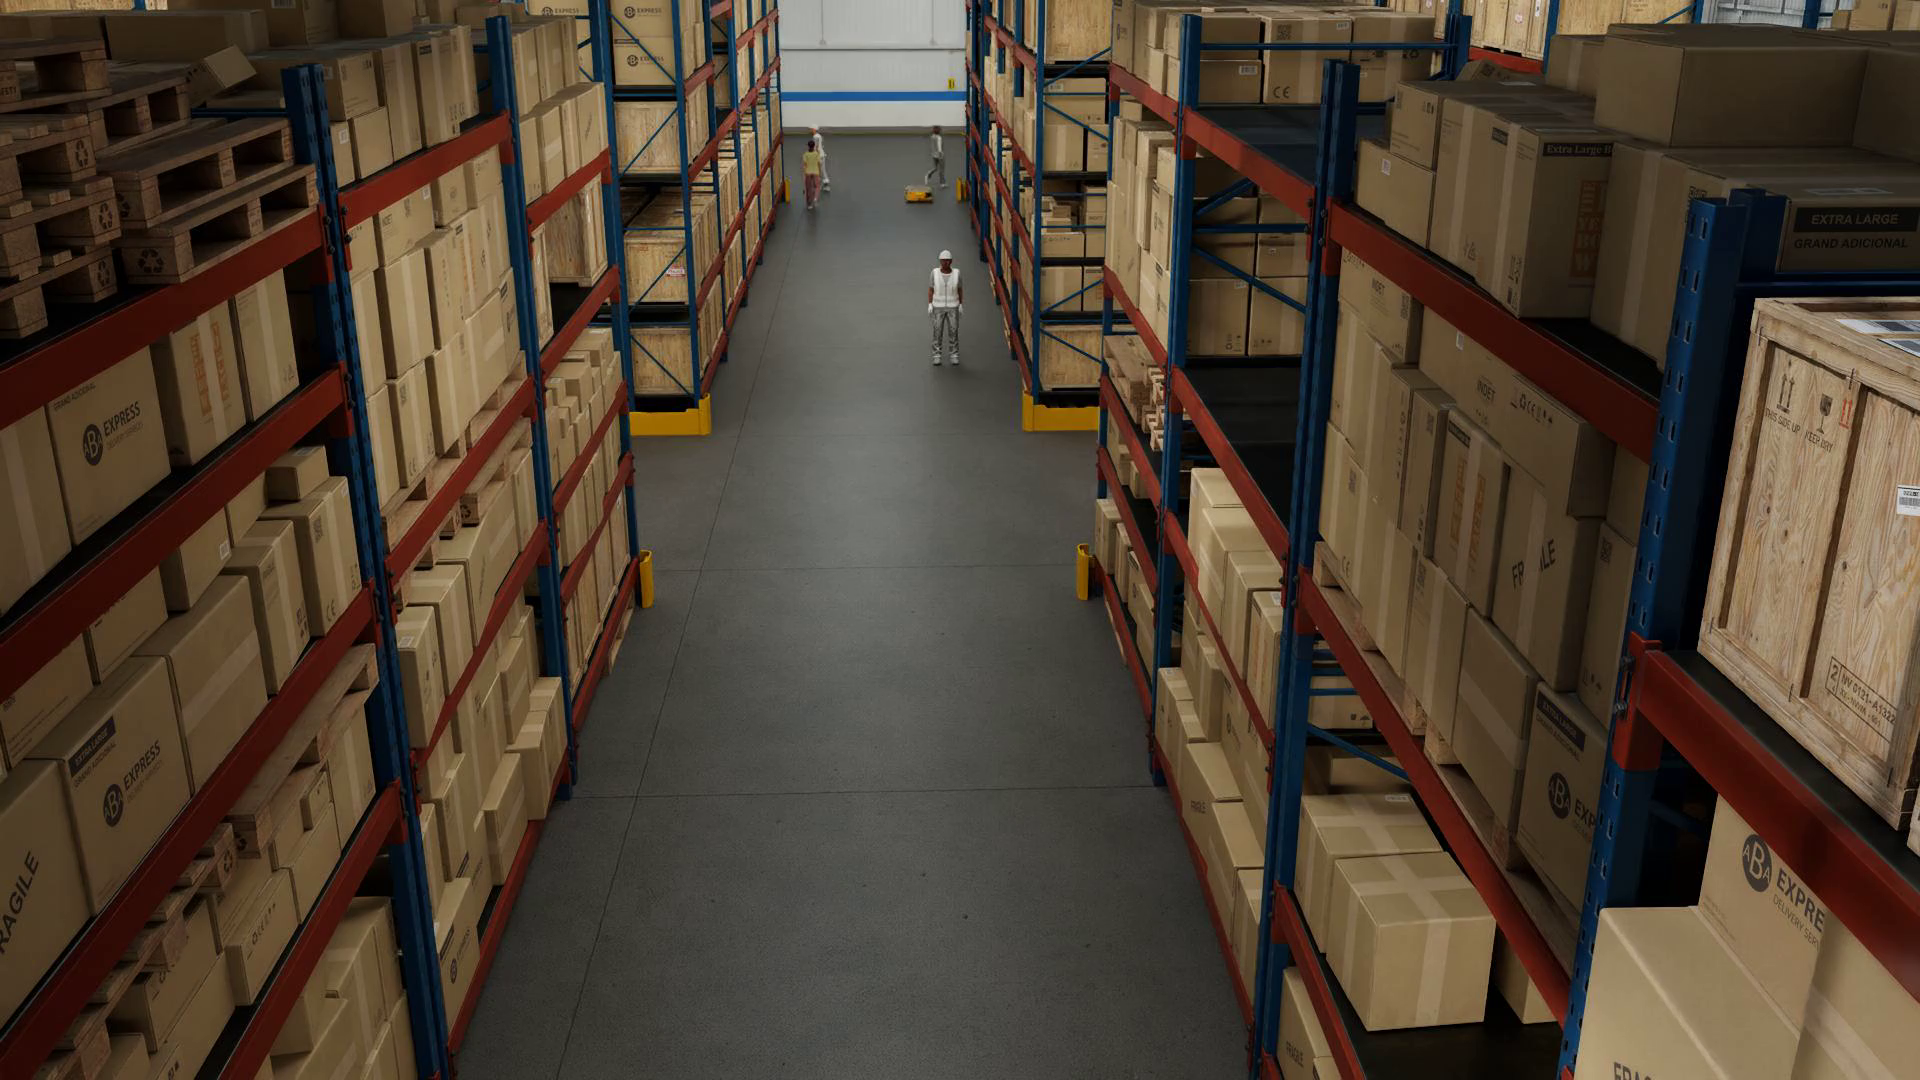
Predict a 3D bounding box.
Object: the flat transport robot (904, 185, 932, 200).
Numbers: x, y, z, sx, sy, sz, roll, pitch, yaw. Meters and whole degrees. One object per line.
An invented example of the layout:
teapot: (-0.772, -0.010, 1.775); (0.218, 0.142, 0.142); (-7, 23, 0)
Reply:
flat transport robot: (-1.070, -8.838, 42.420); (0.659, 0.265, 1.431); (-2, 21, -4)

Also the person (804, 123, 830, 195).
person: (-3.692, -9.761, 42.629); (0.637, 1.782, 0.586); (4, 21, 10)

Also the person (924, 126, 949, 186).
person: (-0.603, -10.100, 43.800); (0.712, 1.592, 0.414); (-19, 28, -41)

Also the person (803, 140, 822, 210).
person: (-3.582, -8.847, 40.327); (0.456, 1.667, 0.774); (-1, 20, -2)

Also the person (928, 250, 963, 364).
person: (-0.225, -3.682, 26.332); (0.551, 1.789, 0.392); (-1, 20, -3)
